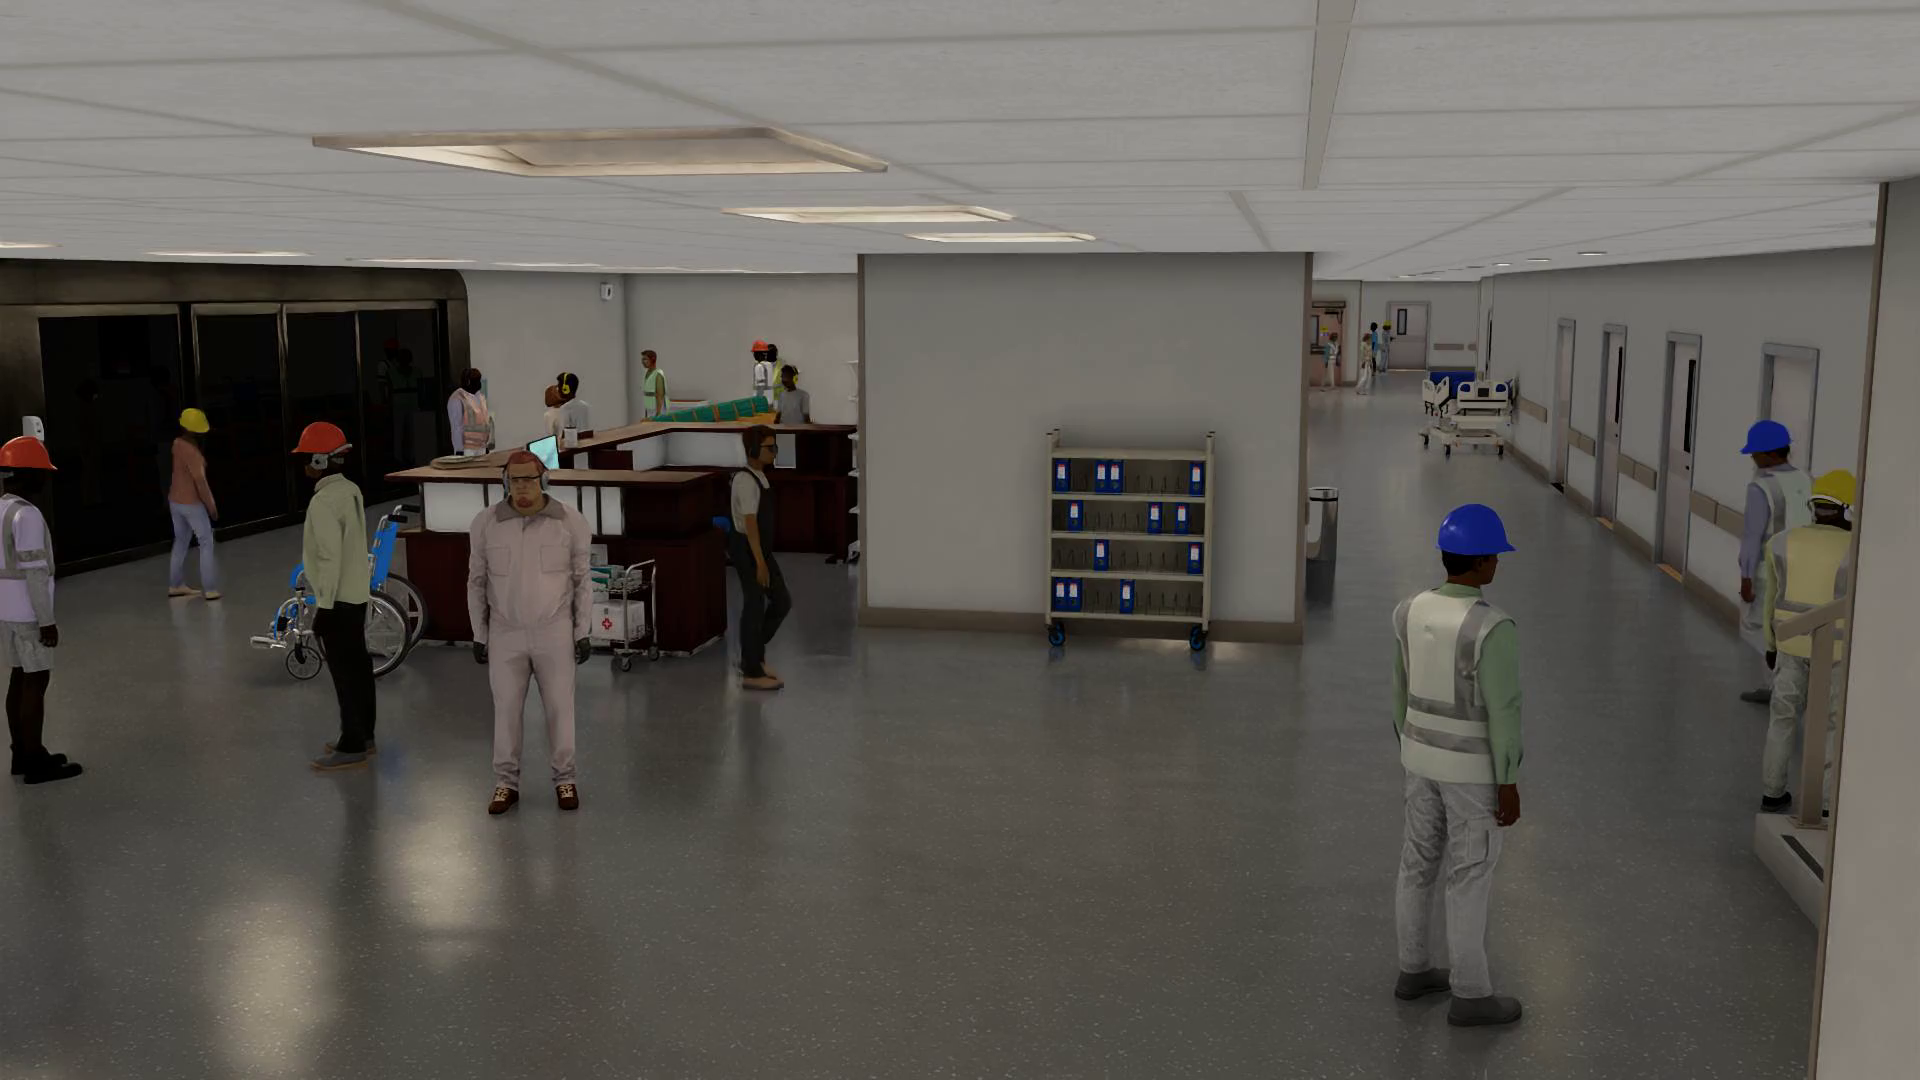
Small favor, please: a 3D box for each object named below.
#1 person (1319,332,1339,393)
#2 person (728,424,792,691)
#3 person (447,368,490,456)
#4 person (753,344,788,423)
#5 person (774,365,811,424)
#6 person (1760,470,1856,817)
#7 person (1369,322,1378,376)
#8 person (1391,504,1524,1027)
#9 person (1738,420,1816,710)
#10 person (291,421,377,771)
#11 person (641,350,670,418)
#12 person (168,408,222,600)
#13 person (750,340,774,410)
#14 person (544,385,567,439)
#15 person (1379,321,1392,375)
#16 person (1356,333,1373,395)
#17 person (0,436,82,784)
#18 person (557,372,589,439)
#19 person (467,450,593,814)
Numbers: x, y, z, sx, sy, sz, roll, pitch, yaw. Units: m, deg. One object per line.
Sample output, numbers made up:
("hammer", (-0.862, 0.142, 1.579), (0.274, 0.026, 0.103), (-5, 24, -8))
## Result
("person", (9.870, -4.738, 44.403), (0.581, 1.619, 0.552), (6, 10, 33))
("person", (-1.368, 0.127, 11.305), (0.391, 1.830, 0.526), (1, 9, 9))
("person", (-5.742, -1.105, 19.531), (0.432, 1.832, 0.628), (2, 9, 16))
("person", (-3.177, -2.398, 28.107), (0.621, 1.835, 0.431), (-1, 9, -8))
("person", (-2.058, -1.257, 20.555), (0.537, 1.829, 0.959), (7, 11, 37))
("person", (4.445, 0.547, 8.592), (0.404, 1.823, 0.588), (-7, 11, -39))
("person", (13.098, -6.048, 52.743), (0.318, 1.700, 0.535), (2, 9, 16))
("person", (1.871, 0.834, 6.249), (0.389, 1.949, 0.604), (-4, 10, -27))
("person", (5.303, 0.194, 10.651), (0.711, 1.917, 0.674), (-4, 10, -27))
("person", (-3.575, 0.318, 9.517), (0.393, 1.995, 0.612), (-1, 9, -4))
("person", (-4.587, -1.940, 25.057), (0.397, 1.836, 0.560), (-6, 10, -33))
("person", (-6.763, -0.321, 14.689), (0.555, 1.717, 0.405), (8, 11, 41))
("person", (-3.153, -2.195, 26.392), (0.364, 1.935, 0.553), (2, 9, 13))
("person", (-4.672, -0.986, 19.378), (0.285, 1.632, 0.498), (4, 9, 25))
("person", (13.682, -6.164, 53.403), (0.347, 1.733, 0.479), (4, 10, 27))
("person", (10.534, -4.558, 43.127), (0.380, 1.608, 0.552), (8, 12, 42))
("person", (-5.187, 0.387, 9.292), (0.545, 1.929, 0.390), (8, 11, 41))
("person", (-4.140, -0.867, 17.851), (0.327, 1.860, 0.506), (3, 9, 16))
("person", (-2.251, 0.481, 8.732), (0.641, 1.908, 0.407), (-1, 9, -10))
